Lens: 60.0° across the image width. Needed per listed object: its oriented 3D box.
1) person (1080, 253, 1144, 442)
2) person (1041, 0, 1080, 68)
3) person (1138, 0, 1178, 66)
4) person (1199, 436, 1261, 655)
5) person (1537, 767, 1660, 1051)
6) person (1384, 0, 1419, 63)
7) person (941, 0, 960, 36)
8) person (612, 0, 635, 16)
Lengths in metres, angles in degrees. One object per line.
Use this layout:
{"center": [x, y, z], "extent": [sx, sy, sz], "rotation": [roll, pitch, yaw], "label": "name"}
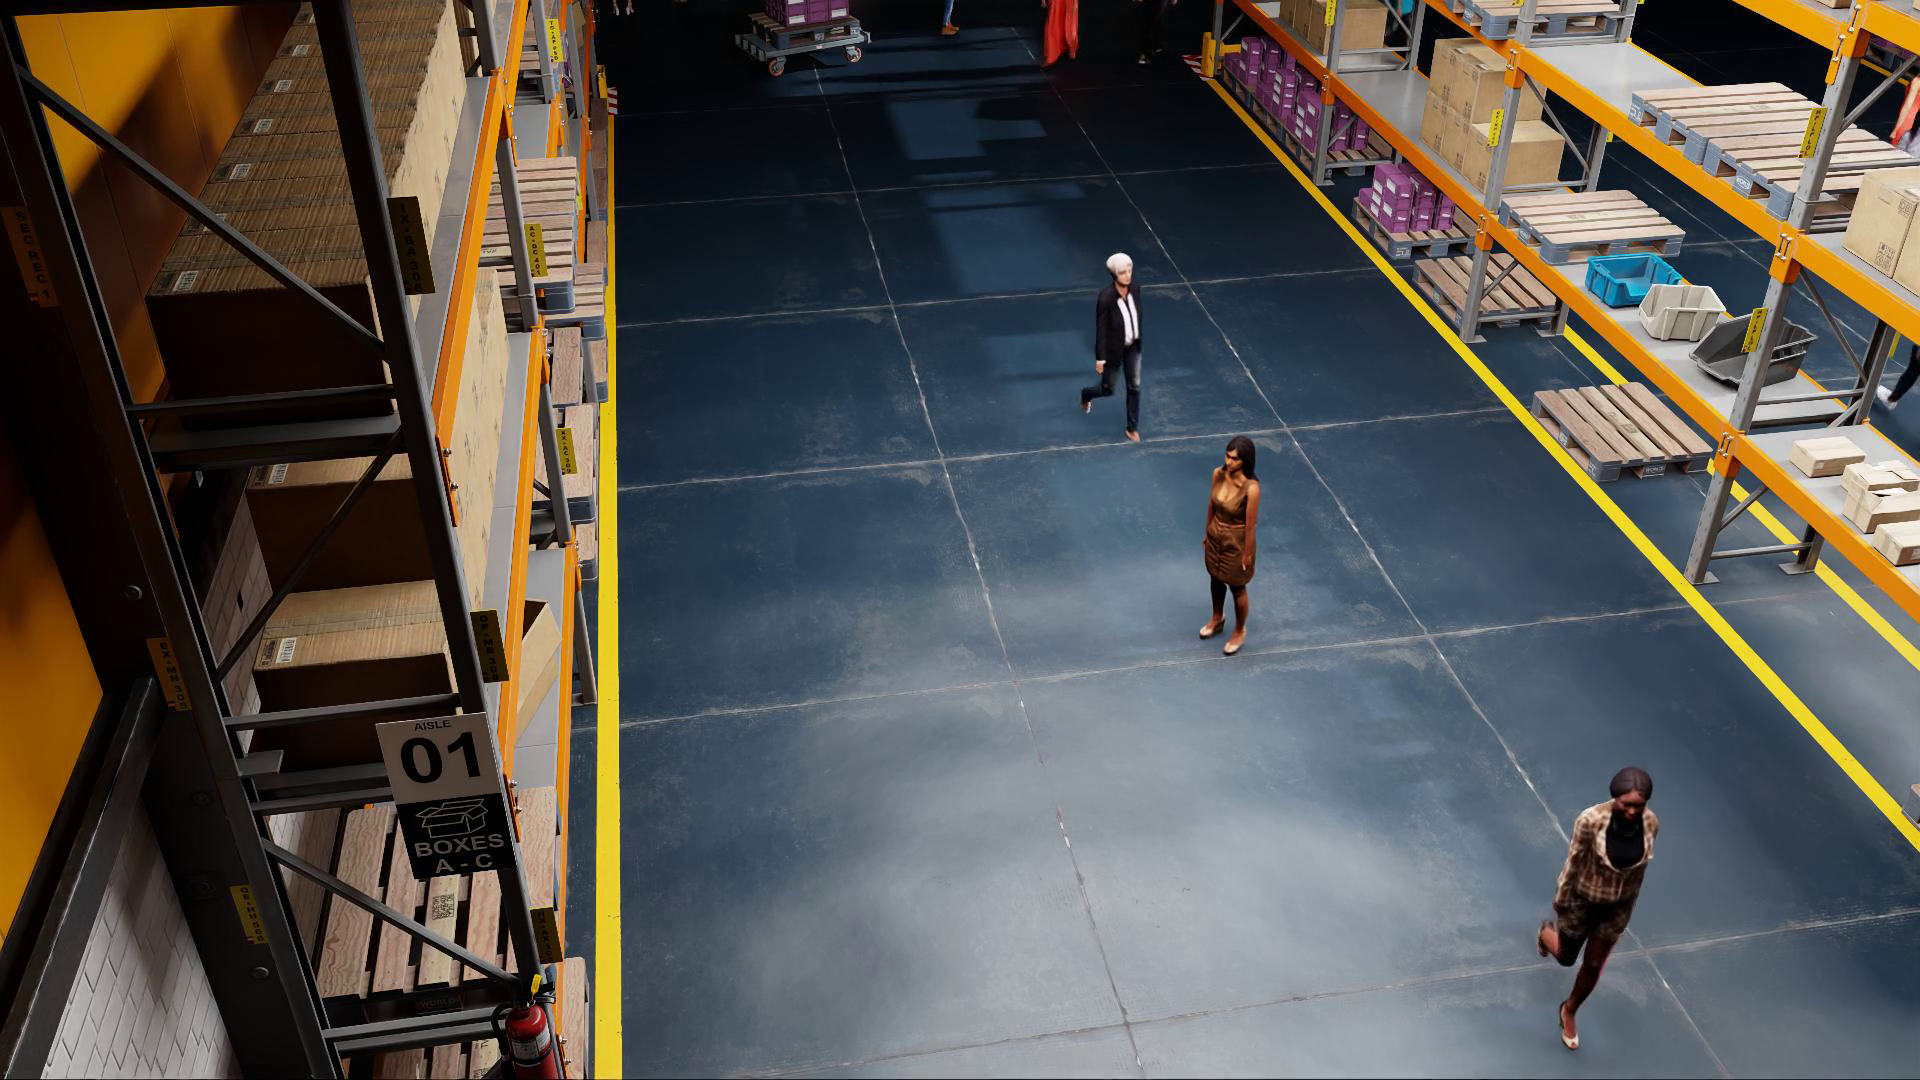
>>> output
{"center": [1.326, -1.610, 13.870], "extent": [0.973, 1.770, 1.100], "rotation": [-20, 39, -27], "label": "person"}
{"center": [1.401, -7.144, 21.988], "extent": [0.896, 1.783, 0.959], "rotation": [22, 40, 30], "label": "person"}
{"center": [2.575, -7.195, 22.045], "extent": [1.190, 1.804, 1.213], "rotation": [22, 39, 29], "label": "person"}
{"center": [1.836, 0.028, 11.286], "extent": [0.697, 1.683, 0.589], "rotation": [-23, 40, -31], "label": "person"}
{"center": [3.240, 1.804, 8.529], "extent": [0.683, 1.779, 0.921], "rotation": [0, 34, 0], "label": "person"}
{"center": [5.921, -7.191, 22.380], "extent": [0.708, 1.425, 1.002], "rotation": [-16, 37, -22], "label": "person"}
{"center": [-0.148, -7.763, 23.399], "extent": [0.619, 1.250, 0.522], "rotation": [8, 34, 11], "label": "person"}
{"center": [-4.983, -8.500, 24.054], "extent": [0.602, 1.752, 0.511], "rotation": [-4, 34, -6], "label": "person"}
